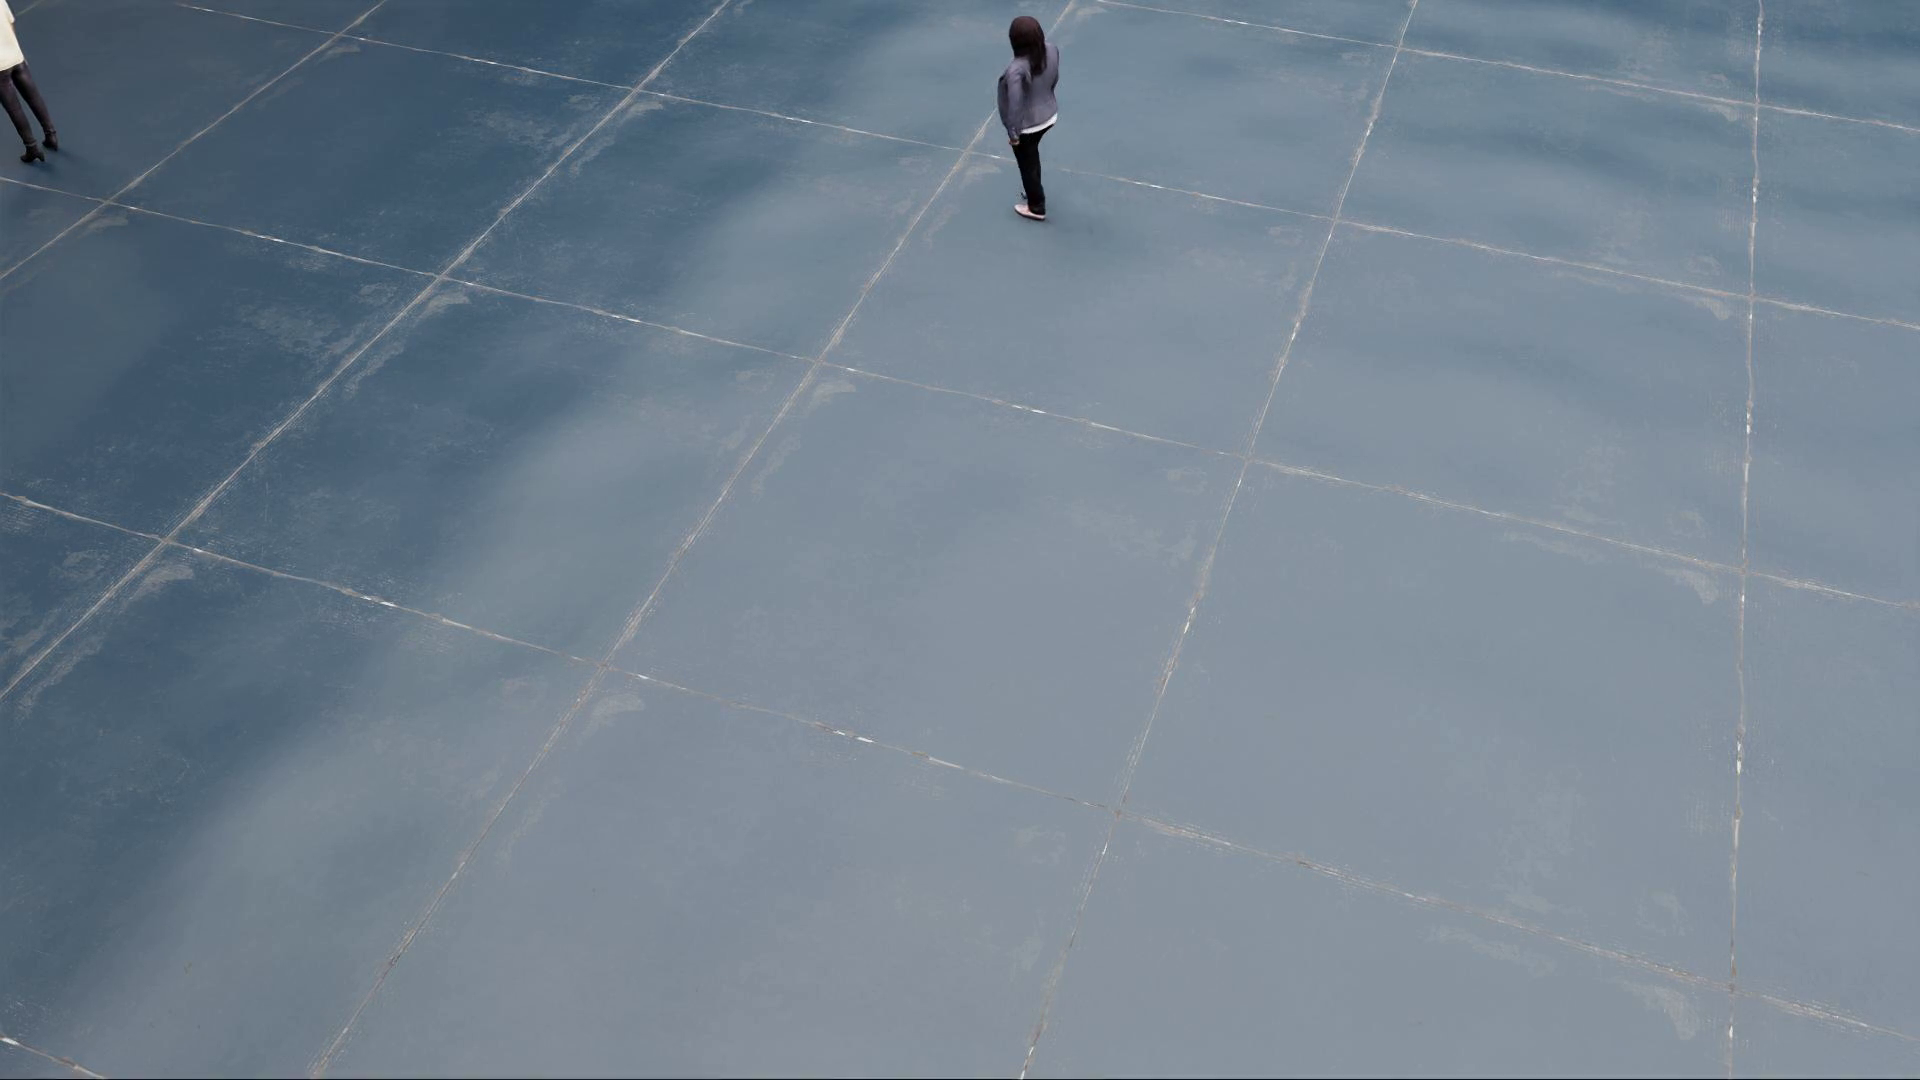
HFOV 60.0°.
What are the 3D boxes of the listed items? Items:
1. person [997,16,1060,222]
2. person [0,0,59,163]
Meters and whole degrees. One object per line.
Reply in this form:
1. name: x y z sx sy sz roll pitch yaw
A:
1. person: 0.579 -3.066 12.199 0.780 1.578 0.784 30 51 28
2. person: -7.388 -3.681 12.851 0.486 1.587 0.603 17 46 17
